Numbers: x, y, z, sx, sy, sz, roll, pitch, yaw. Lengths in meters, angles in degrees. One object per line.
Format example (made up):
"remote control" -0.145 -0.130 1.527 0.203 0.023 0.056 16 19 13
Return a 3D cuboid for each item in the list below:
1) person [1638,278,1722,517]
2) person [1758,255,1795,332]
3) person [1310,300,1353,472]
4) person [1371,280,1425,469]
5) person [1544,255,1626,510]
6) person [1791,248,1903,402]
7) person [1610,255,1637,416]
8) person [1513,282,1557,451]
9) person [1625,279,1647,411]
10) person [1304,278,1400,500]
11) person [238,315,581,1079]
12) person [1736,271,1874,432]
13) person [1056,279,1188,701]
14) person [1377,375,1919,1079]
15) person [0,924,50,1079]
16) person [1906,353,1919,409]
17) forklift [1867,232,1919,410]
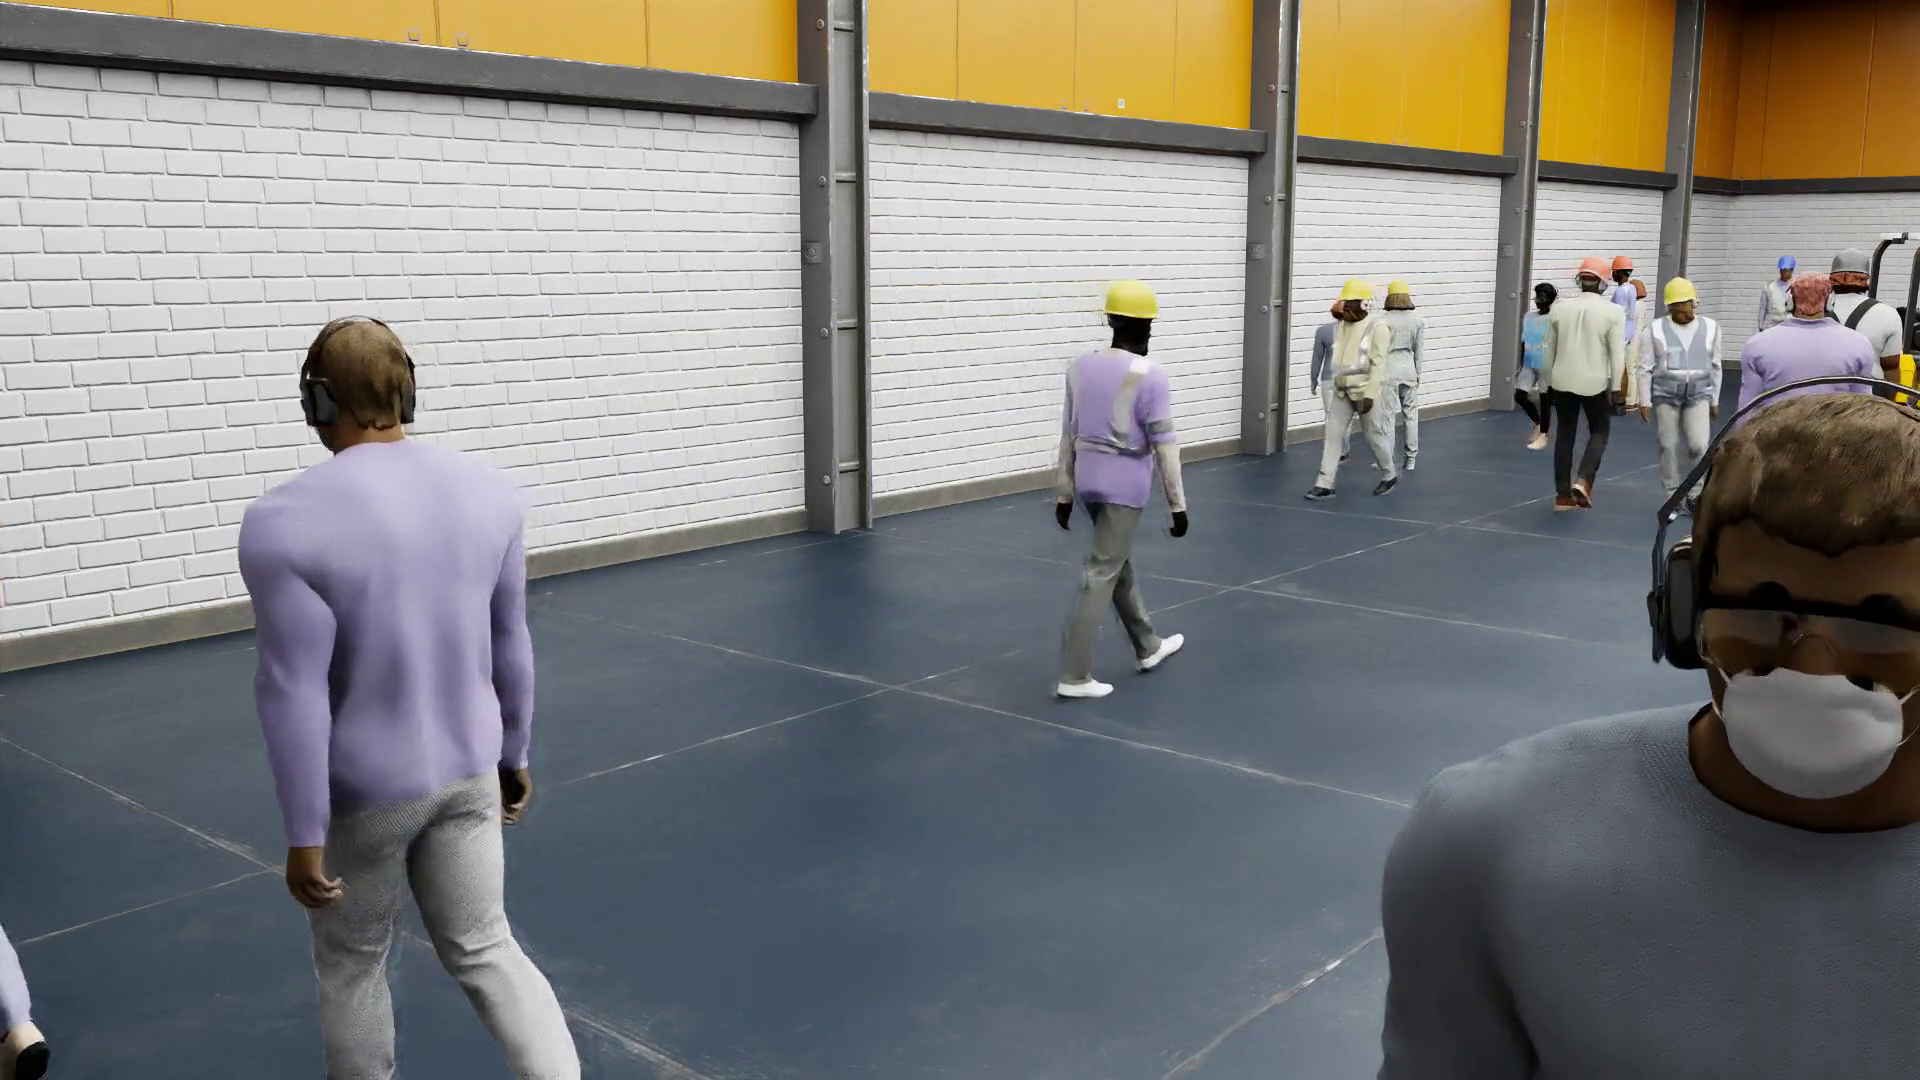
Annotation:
"person" 5.411 -1.056 12.496 0.612 1.802 0.548 2 10 11
"person" 11.137 -2.887 22.532 0.611 1.933 0.438 6 12 31
"person" 3.487 -1.442 15.284 0.527 1.572 0.826 3 10 15
"person" 3.989 -1.503 15.240 0.488 1.732 0.329 -2 10 -10
"person" 4.798 -1.195 12.792 0.640 1.973 0.456 8 12 37
"person" 5.729 -0.882 10.828 0.675 2.000 0.536 7 12 33
"person" 7.958 -2.461 20.112 0.355 1.938 0.545 6 12 31
"person" 5.816 -1.736 16.674 0.363 1.684 0.553 -6 12 -32
"person" 8.413 -2.437 20.842 0.270 1.632 0.507 8 13 38
"person" 3.239 -1.221 13.478 0.905 1.795 0.592 -7 12 -35
"person" -1.062 0.501 3.386 0.873 1.907 0.643 8 13 38
"person" 4.443 -0.459 8.805 0.639 1.908 0.409 4 11 21
"person" 0.776 -0.236 7.604 0.967 1.873 0.617 -8 13 -37
"person" 0.632 0.832 1.360 0.635 1.936 0.354 4 11 21
"person" -2.383 0.509 3.746 0.431 1.738 0.561 3 10 17
"person" 7.102 -0.990 12.018 0.621 1.836 0.554 -6 11 -29
"forklift" 9.955 -1.972 16.595 2.313 2.155 1.214 1 10 8
